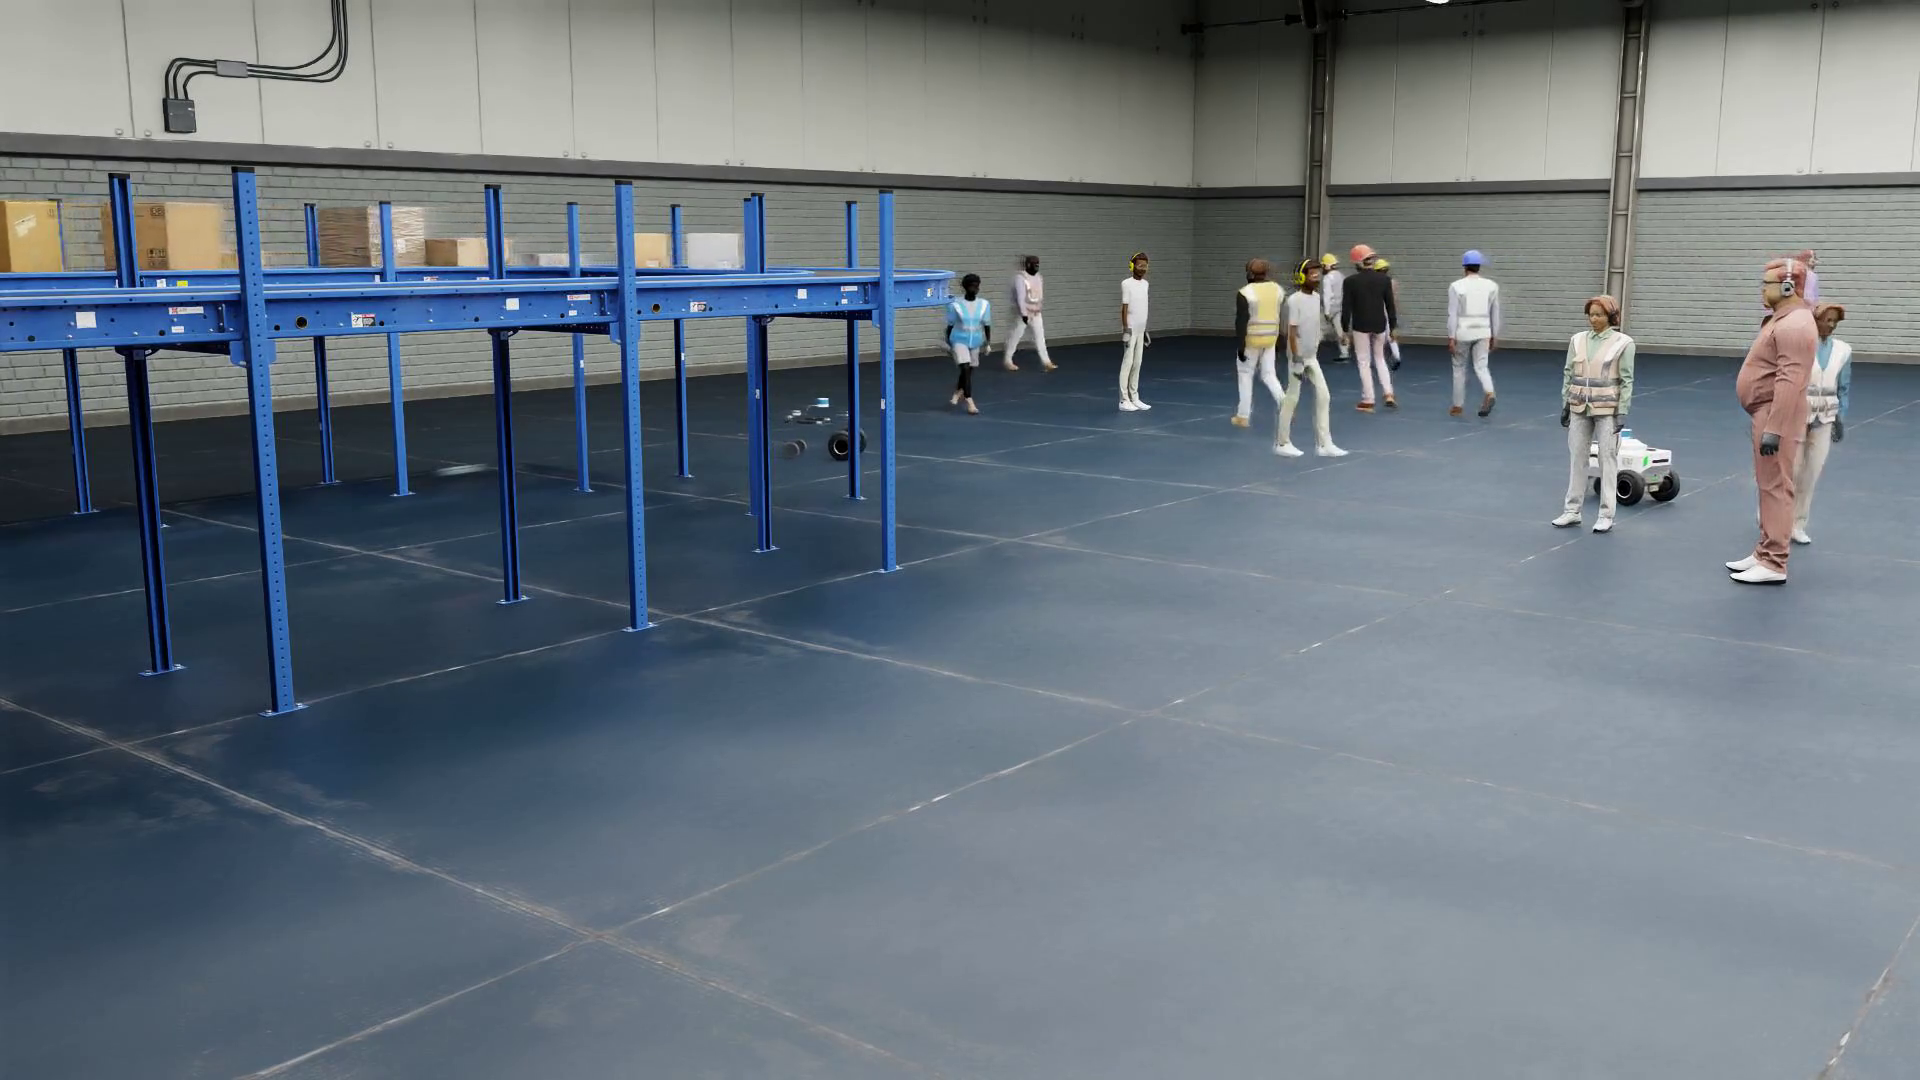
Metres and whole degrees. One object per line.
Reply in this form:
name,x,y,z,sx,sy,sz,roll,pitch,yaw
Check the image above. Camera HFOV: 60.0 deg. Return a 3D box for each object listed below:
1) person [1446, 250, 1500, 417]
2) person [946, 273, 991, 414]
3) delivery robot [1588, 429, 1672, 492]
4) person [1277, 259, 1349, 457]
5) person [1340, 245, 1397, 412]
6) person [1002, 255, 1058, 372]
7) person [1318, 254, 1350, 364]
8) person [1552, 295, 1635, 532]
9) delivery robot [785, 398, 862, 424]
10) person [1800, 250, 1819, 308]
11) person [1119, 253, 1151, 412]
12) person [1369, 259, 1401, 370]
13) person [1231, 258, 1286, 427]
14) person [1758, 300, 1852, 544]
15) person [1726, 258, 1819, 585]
person,5.865,-2.331,18.896,0.622,1.918,0.795,-1,10,-5
person,0.061,-2.345,19.728,0.536,1.646,0.853,-4,11,-22
delivery robot,5.204,-0.630,13.064,0.477,0.478,0.707,-6,12,-28
person,3.279,-1.665,15.397,0.547,1.828,0.841,-10,14,-44
person,4.836,-2.513,19.755,0.650,1.961,0.527,-2,11,-13
person,1.042,-3.507,25.763,0.976,1.787,0.653,10,14,43
person,6.035,-3.807,27.403,0.929,1.781,0.590,9,14,41
person,4.444,-0.889,11.636,0.307,1.641,0.511,-8,13,-39
delivery robot,-1.281,-1.214,15.579,0.698,0.223,0.335,2,10,9
person,12.446,-3.311,24.445,0.907,1.859,0.671,-1,10,-4
person,2.105,-2.478,19.828,0.334,1.864,0.521,8,13,39
person,6.664,-3.551,26.139,0.524,1.727,0.873,-3,11,-16
person,3.249,-2.122,17.961,0.631,1.822,0.737,-5,11,-25
person,5.661,-0.793,11.127,0.530,1.619,0.396,-1,10,-4
person,4.814,-0.703,9.863,0.411,1.910,0.643,4,11,22
